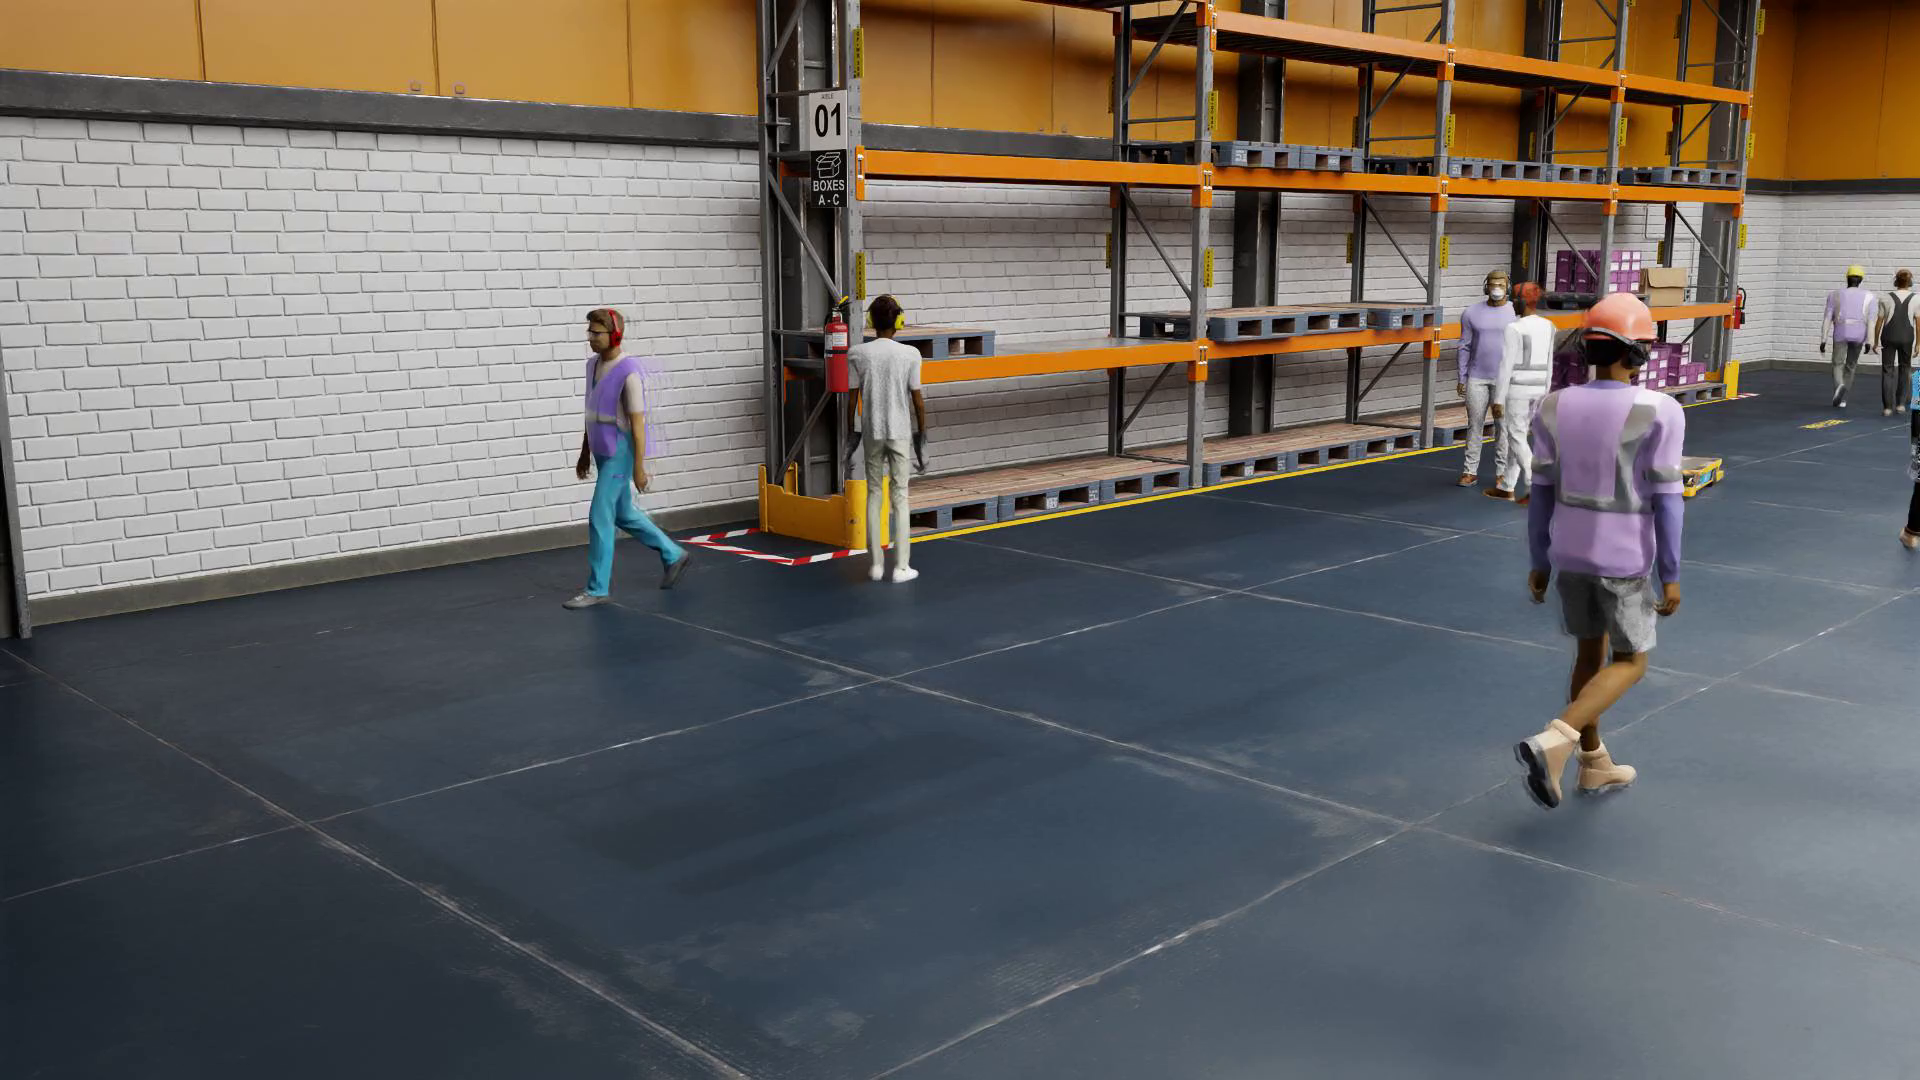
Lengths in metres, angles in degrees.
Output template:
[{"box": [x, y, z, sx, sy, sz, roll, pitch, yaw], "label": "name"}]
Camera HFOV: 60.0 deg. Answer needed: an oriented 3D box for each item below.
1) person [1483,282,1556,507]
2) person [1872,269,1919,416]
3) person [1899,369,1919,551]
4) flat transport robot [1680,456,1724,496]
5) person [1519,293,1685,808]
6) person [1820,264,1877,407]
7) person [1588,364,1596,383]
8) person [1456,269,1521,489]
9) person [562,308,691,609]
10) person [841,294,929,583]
[{"box": [4.677, -1.211, 13.842, 0.599, 1.877, 0.652, -7, 13, -34], "label": "person"}, {"box": [11.743, -2.472, 20.853, 0.512, 1.817, 0.820, 5, 11, 25], "label": "person"}, {"box": [6.821, -0.679, 11.482, 0.544, 1.647, 0.858, 4, 11, 19], "label": "person"}, {"box": [6.314, -0.593, 14.806, 0.652, 0.197, 1.431, 7, 13, 34], "label": "flat transport robot"}, {"box": [2.454, 0.062, 6.446, 0.763, 2.028, 0.619, -7, 13, -34], "label": "person"}, {"box": [11.471, -2.612, 21.464, 0.610, 1.878, 0.855, 4, 11, 21], "label": "person"}, {"box": [6.168, -1.471, 15.927, 0.517, 1.615, 0.609, -2, 11, -13], "label": "person"}, {"box": [4.721, -1.421, 14.772, 0.634, 1.940, 0.367, 6, 12, 28], "label": "person"}, {"box": [-2.054, -0.516, 10.190, 0.860, 1.815, 0.579, -7, 12, -33], "label": "person"}, {"box": [-0.483, -0.650, 10.771, 0.549, 1.874, 0.342, 1, 10, 7], "label": "person"}]
